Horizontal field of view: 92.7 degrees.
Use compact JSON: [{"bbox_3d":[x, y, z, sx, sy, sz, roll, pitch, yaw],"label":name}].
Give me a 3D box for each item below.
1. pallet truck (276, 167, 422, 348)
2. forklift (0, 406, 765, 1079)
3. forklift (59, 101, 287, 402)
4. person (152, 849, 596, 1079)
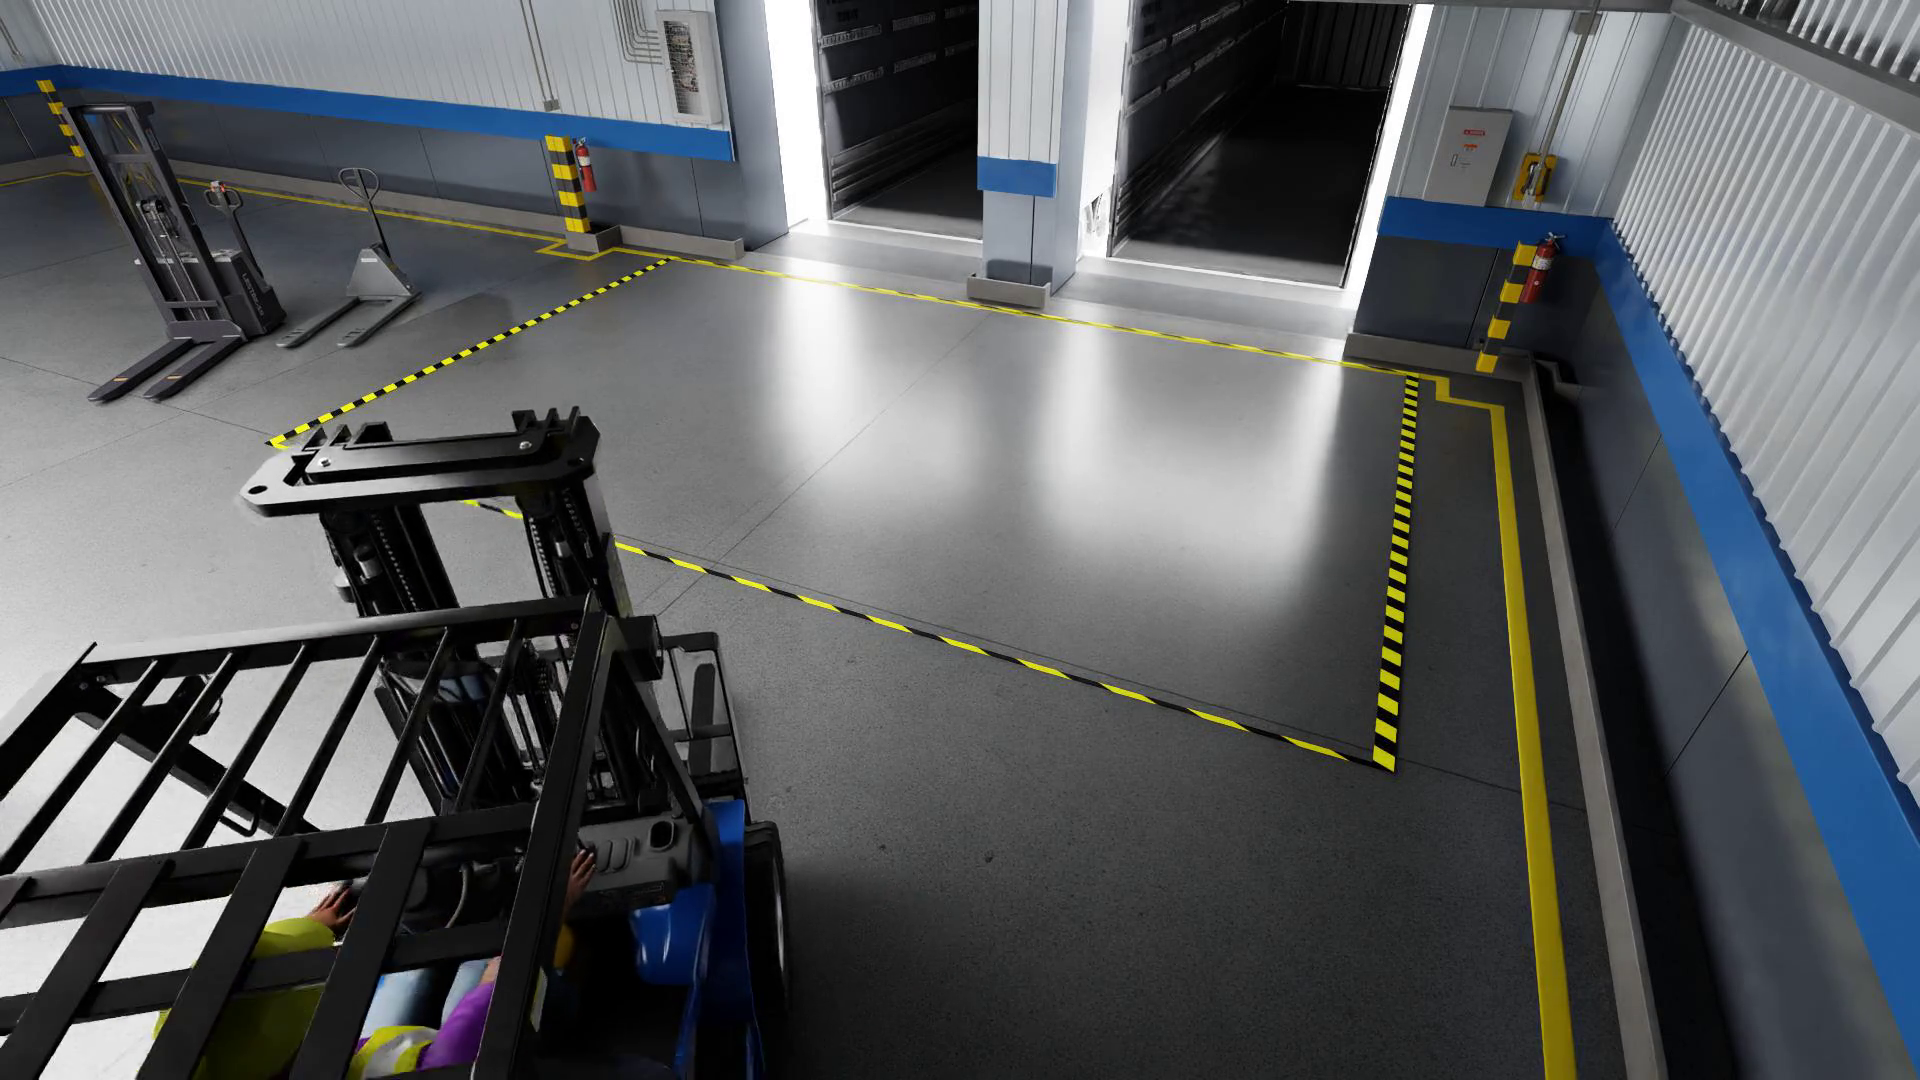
[{"bbox_3d":[-5.732,-2.611,8.414,0.680,1.201,1.601,-1,35,-1],"label":"pallet truck"},{"bbox_3d":[-1.136,1.165,2.044,1.157,2.036,2.680,-6,35,-8],"label":"forklift"},{"bbox_3d":[-6.686,-2.387,7.434,0.823,1.965,1.885,-3,35,-5],"label":"forklift"},{"bbox_3d":[-1.140,0.977,1.985,0.635,1.294,1.004,-6,35,-8],"label":"person"}]
